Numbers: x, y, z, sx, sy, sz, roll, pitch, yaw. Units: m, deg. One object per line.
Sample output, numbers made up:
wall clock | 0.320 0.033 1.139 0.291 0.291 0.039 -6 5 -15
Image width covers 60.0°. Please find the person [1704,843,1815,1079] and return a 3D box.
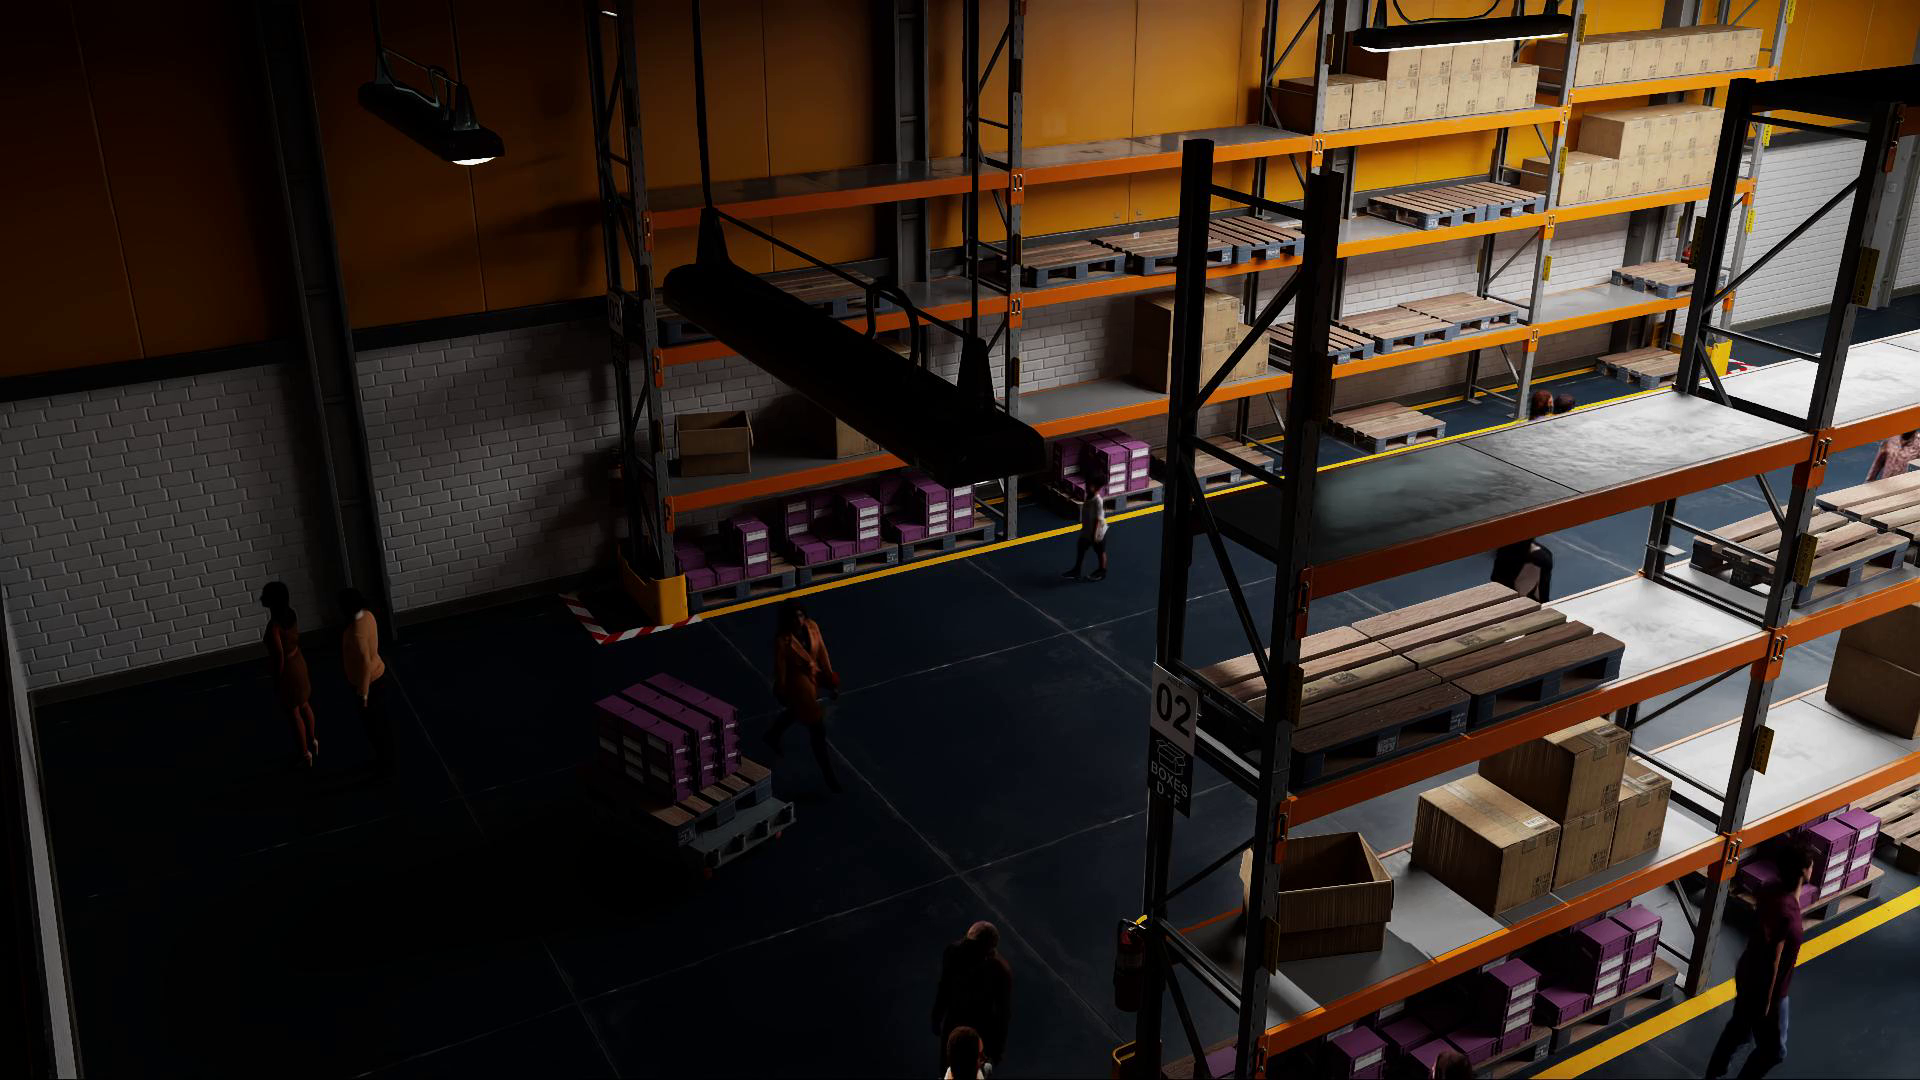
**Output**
person | 4.843 2.693 10.108 0.883 1.820 0.825 11 26 24

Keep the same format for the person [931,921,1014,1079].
person | 0.101 2.874 9.880 0.913 1.671 0.996 15 28 30

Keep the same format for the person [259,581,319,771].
person | -5.603 1.117 13.875 0.652 1.689 0.644 -1 24 -1

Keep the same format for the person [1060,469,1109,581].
person | 1.451 -0.156 17.349 0.746 1.240 0.554 -10 26 -22

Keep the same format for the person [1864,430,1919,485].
person | 9.914 -0.517 17.504 0.993 1.778 0.770 -16 28 -32

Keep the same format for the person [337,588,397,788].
person | -4.859 1.178 13.660 0.702 1.752 0.729 -5 24 -10

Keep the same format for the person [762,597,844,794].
person | -1.366 1.218 13.671 0.968 1.669 1.227 18 29 35

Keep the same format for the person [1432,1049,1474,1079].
person | 2.570 3.368 8.887 0.697 1.561 0.591 13 27 27

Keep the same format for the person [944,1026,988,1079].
person | -0.094 3.298 8.951 1.110 1.637 1.102 9 25 19

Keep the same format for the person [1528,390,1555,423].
person | 6.177 -0.742 17.947 0.718 1.835 0.652 7 25 16
